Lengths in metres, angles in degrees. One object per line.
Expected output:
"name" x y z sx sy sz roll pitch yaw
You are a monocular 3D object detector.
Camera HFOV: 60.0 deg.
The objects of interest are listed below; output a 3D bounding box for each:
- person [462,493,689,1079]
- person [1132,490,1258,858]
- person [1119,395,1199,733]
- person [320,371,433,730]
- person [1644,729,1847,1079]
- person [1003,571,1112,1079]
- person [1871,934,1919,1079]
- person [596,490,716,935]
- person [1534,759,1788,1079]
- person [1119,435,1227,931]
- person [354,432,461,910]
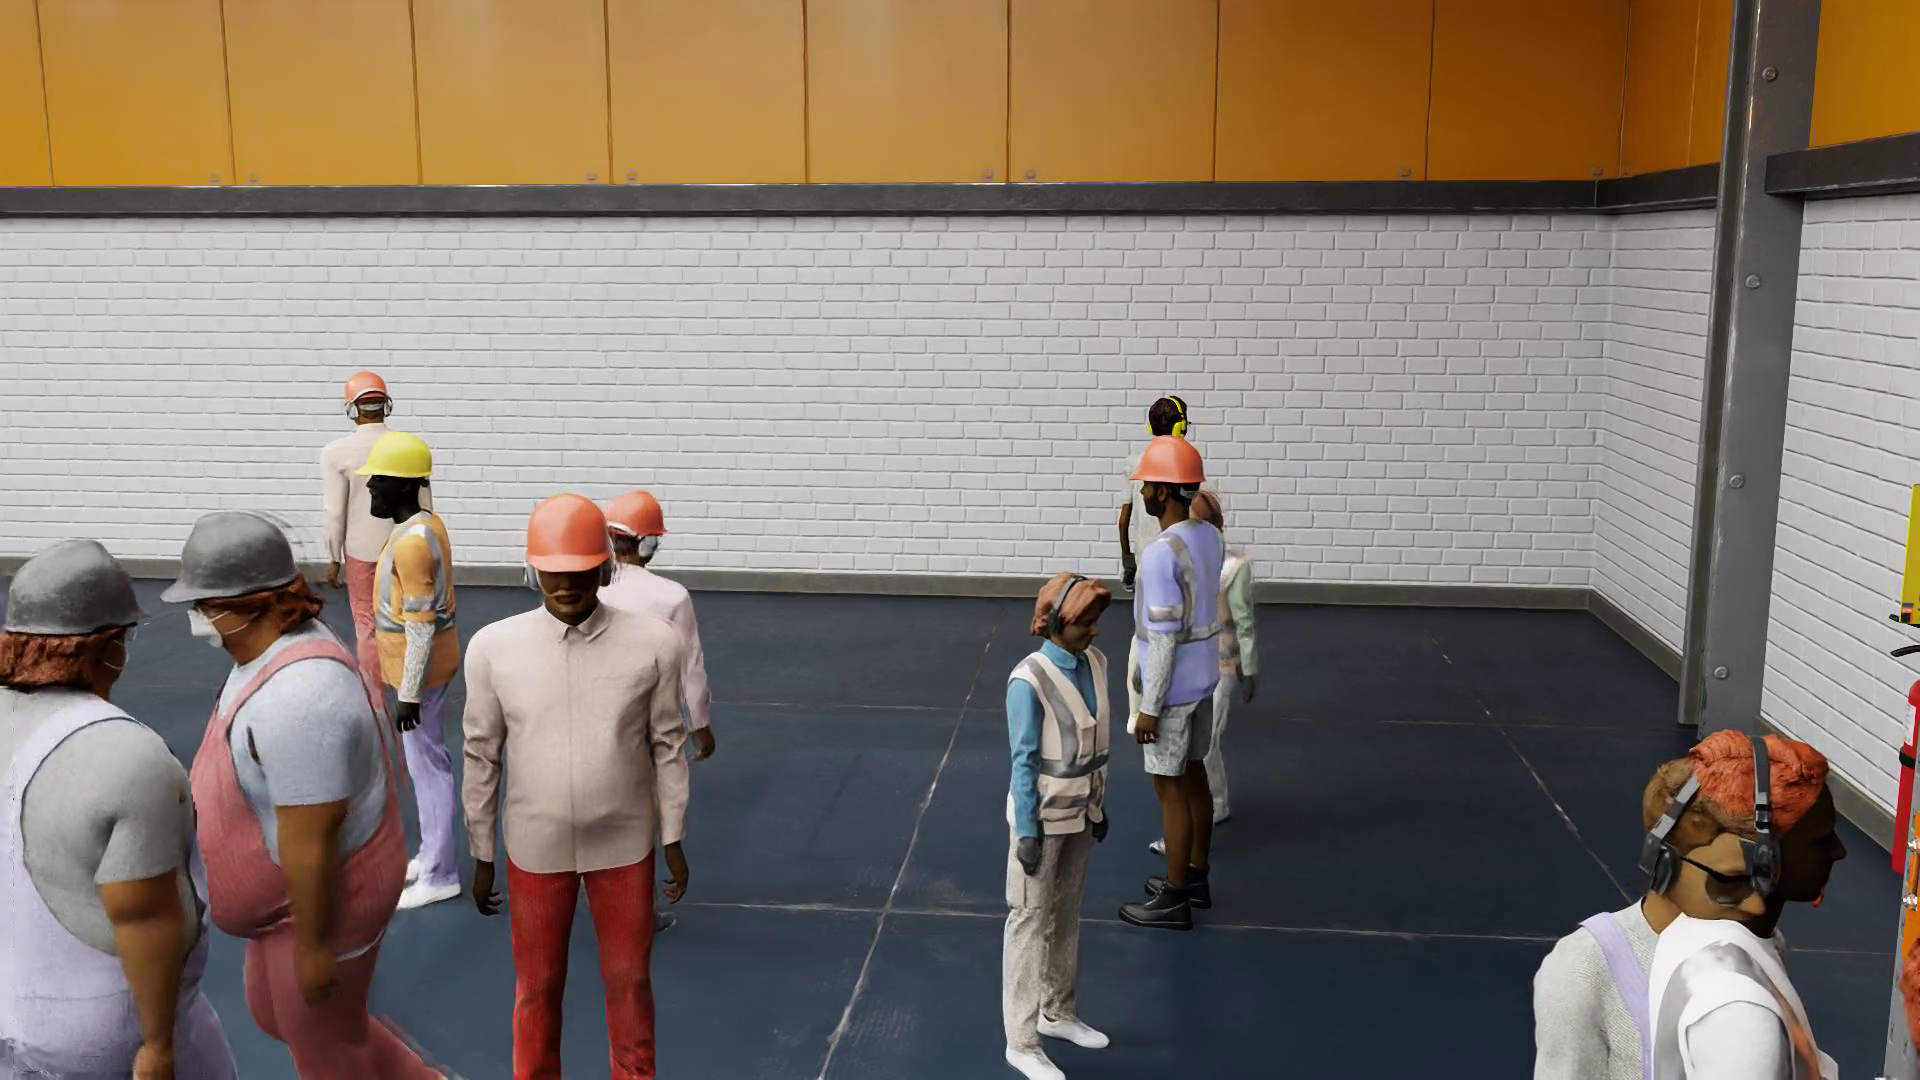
"person" -1.067 0.852 4.669 0.623 1.991 0.390 -2 10 -14
"person" 1.012 0.583 7.340 0.819 1.595 0.520 -9 14 -43
"person" 1.106 0.150 9.045 0.535 1.869 0.312 8 13 39
"person" -3.225 0.060 9.231 0.614 1.982 0.409 -8 13 -39
"person" 1.255 1.237 2.781 0.354 1.883 0.573 2 10 11
"person" 0.318 0.906 5.373 0.314 1.640 0.515 7 12 33
"person" 1.168 1.364 2.092 0.348 1.876 0.576 3 10 15
"person" -1.237 0.676 6.415 0.582 1.736 0.428 5 11 28
"person" 1.186 1.249 2.839 0.519 1.838 0.330 -4 11 -24
"person" 0.821 0.558 6.509 0.372 1.939 0.544 6 12 30
"person" -2.216 0.521 6.744 0.361 1.930 0.587 -3 10 -17
